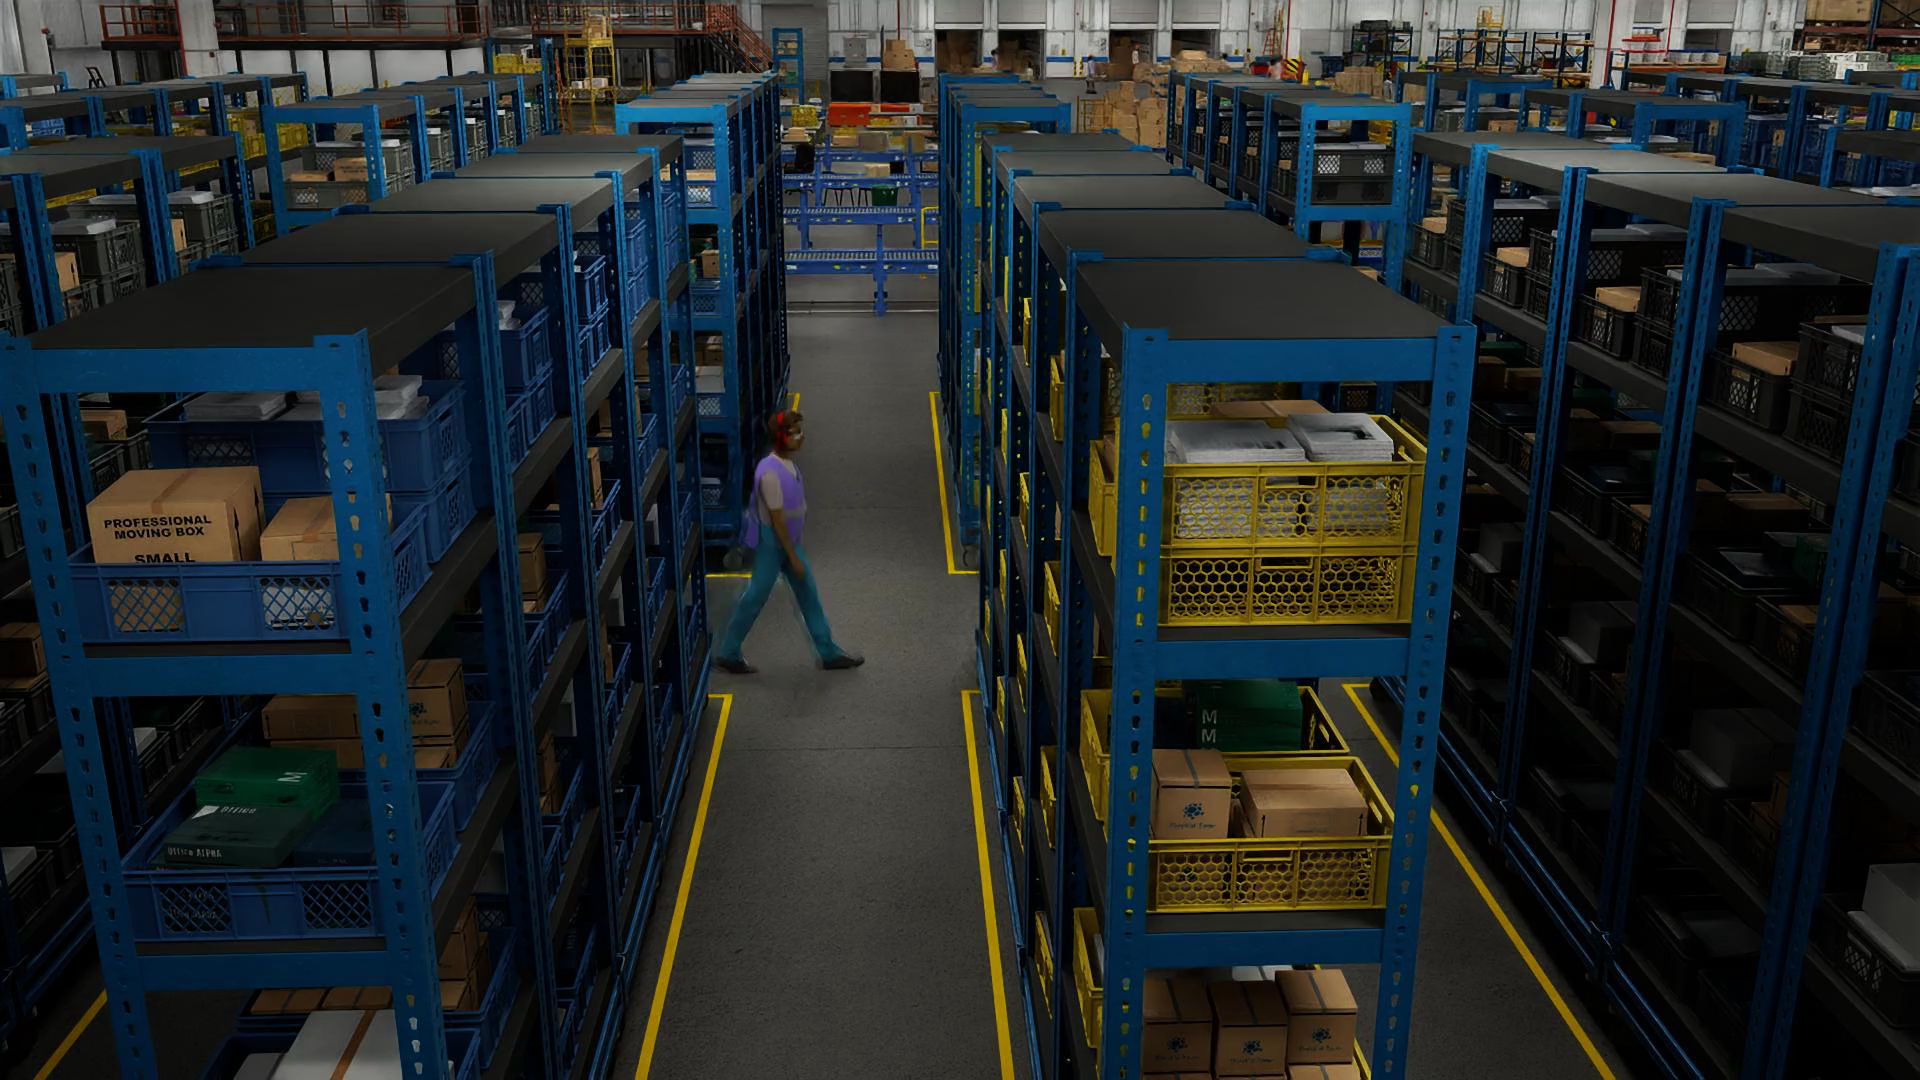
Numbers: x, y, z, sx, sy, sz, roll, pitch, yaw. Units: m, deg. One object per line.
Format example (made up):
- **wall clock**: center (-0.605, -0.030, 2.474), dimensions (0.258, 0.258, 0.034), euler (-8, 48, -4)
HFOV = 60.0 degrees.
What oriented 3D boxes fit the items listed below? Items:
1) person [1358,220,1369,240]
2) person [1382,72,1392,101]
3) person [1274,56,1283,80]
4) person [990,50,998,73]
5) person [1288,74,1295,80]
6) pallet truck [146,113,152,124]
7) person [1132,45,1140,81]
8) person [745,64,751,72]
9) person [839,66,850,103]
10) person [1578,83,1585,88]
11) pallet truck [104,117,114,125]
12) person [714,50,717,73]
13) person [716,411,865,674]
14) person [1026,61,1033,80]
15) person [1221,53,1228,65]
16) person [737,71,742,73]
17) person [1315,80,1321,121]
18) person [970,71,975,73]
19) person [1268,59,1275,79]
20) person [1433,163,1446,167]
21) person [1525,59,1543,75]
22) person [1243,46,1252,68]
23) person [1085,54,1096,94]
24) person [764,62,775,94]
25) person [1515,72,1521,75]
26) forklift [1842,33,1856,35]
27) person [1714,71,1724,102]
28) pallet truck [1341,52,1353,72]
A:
- **person**: center (6.458, -5.171, 27.071), dimensions (0.419, 1.750, 0.539), euler (-5, 19, -16)
- **person**: center (15.709, -16.239, 61.124), dimensions (0.321, 1.876, 0.532), euler (-7, 19, -21)
- **person**: center (14.903, -21.733, 78.036), dimensions (0.508, 1.927, 0.647), euler (0, 18, 1)
- **person**: center (1.781, -25.974, 91.368), dimensions (0.952, 1.790, 0.645), euler (6, 19, 18)
- **person**: center (11.697, -15.441, 58.612), dimensions (0.865, 1.903, 0.555), euler (3, 18, 8)
- **pallet truck**: center (-18.087, -8.309, 36.390), dimensions (1.885, 1.965, 0.823), euler (-1, 18, -4)
- **person**: center (10.051, -27.246, 94.991), dimensions (0.381, 1.996, 0.608), euler (-6, 19, -18)
- **person**: center (-10.773, -23.670, 84.330), dimensions (0.483, 1.745, 0.301), euler (15, 23, 38)
- **person**: center (-4.739, -18.565, 68.396), dimensions (0.503, 1.826, 0.548), euler (-12, 21, -33)
- **person**: center (21.154, -14.688, 56.630), dimensions (0.614, 1.674, 0.559), euler (2, 18, 7)
- **pallet truck**: center (-18.367, -7.885, 35.078), dimensions (1.885, 1.965, 0.823), euler (1, 18, 2)
- **person**: center (-12.933, -25.015, 88.231), dimensions (0.952, 1.918, 0.632), euler (15, 23, 39)
- **person**: center (-1.175, 0.035, 10.893), dimensions (0.985, 1.802, 0.564), euler (3, 18, 9)
- **person**: center (3.078, -20.301, 73.798), dimensions (1.014, 1.821, 0.536), euler (-10, 21, -29)
- **person**: center (13.736, -24.507, 86.833), dimensions (0.909, 1.816, 0.626), euler (11, 21, 31)
- **person**: center (-8.572, -17.349, 64.736), dimensions (0.522, 1.768, 0.311), euler (10, 21, 29)
- **person**: center (11.971, -14.481, 55.775), dimensions (0.626, 1.813, 0.568), euler (2, 18, 6)
- **person**: center (0.467, -16.234, 61.084), dimensions (0.746, 1.894, 0.596), euler (1, 18, 2)
- **person**: center (15.057, -22.388, 80.454), dimensions (0.321, 1.690, 0.533), euler (13, 22, 36)
- **person**: center (12.782, -10.531, 43.885), dimensions (0.428, 1.615, 0.654), euler (3, 18, 9)
- **person**: center (24.062, -19.140, 69.836), dimensions (0.689, 2.000, 0.539), euler (5, 19, 15)
- **person**: center (16.449, -27.257, 95.139), dimensions (0.375, 1.922, 0.594), euler (-9, 20, -27)
- **person**: center (6.436, -22.855, 81.579), dimensions (0.700, 1.883, 0.550), euler (12, 22, 34)
- **person**: center (-7.831, -18.830, 68.995), dimensions (0.612, 1.965, 0.361), euler (-4, 18, -13)
- **person**: center (20.671, -16.340, 61.455), dimensions (1.006, 1.874, 0.612), euler (12, 21, 32)
- **forklift**: center (45.972, -24.928, 86.404), dimensions (1.873, 2.768, 1.129), euler (1, 18, 4)
- **person**: center (28.859, -16.872, 63.135), dimensions (0.611, 1.834, 0.962), euler (3, 18, 9)
- **pallet truck**: center (18.794, -23.123, 82.231), dimensions (0.823, 1.965, 1.885), euler (-13, 22, -35)
